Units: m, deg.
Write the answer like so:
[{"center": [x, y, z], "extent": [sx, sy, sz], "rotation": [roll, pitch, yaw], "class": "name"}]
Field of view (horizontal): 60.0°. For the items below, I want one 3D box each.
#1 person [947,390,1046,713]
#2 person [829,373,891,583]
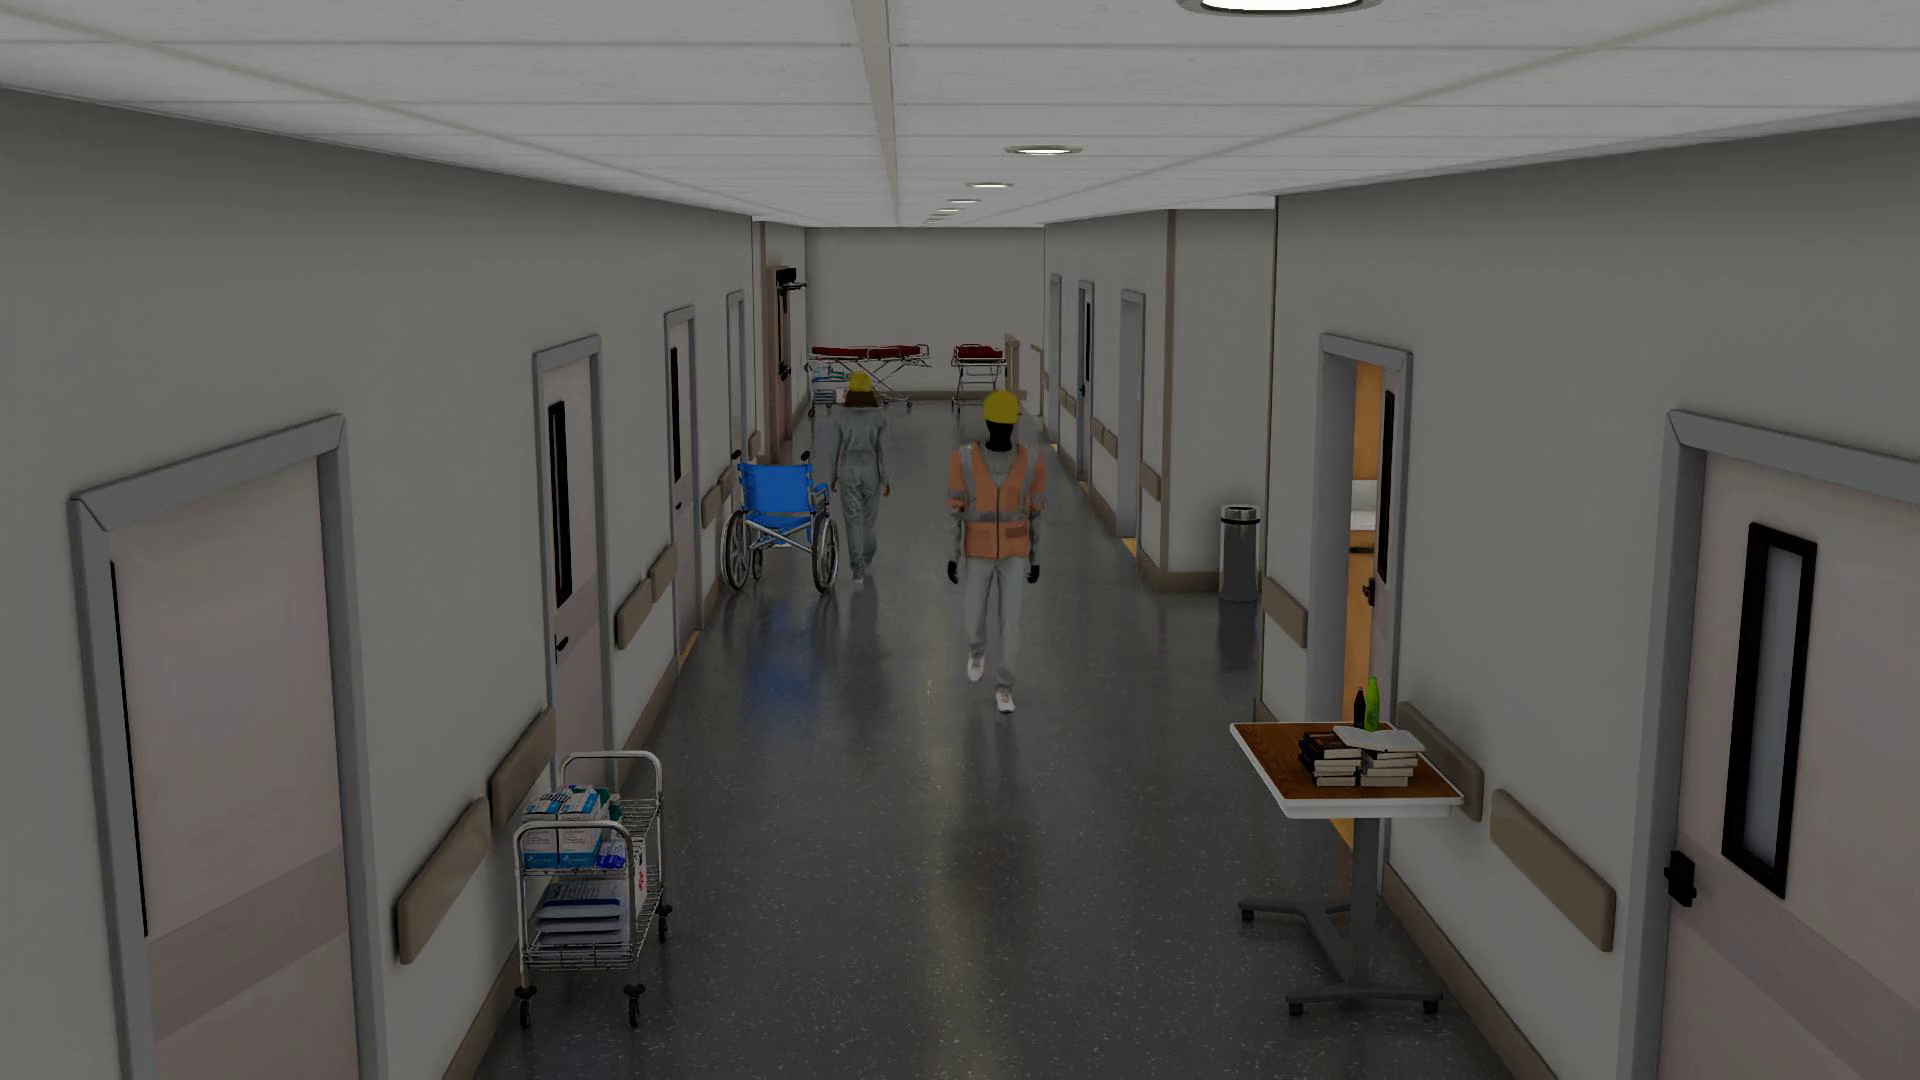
[{"center": [0.217, 0.044, 9.966], "extent": [0.600, 1.914, 0.616], "rotation": [-1, 10, -3], "class": "person"}, {"center": [-0.832, -0.534, 13.774], "extent": [0.505, 1.687, 0.889], "rotation": [-1, 10, -5], "class": "person"}]
